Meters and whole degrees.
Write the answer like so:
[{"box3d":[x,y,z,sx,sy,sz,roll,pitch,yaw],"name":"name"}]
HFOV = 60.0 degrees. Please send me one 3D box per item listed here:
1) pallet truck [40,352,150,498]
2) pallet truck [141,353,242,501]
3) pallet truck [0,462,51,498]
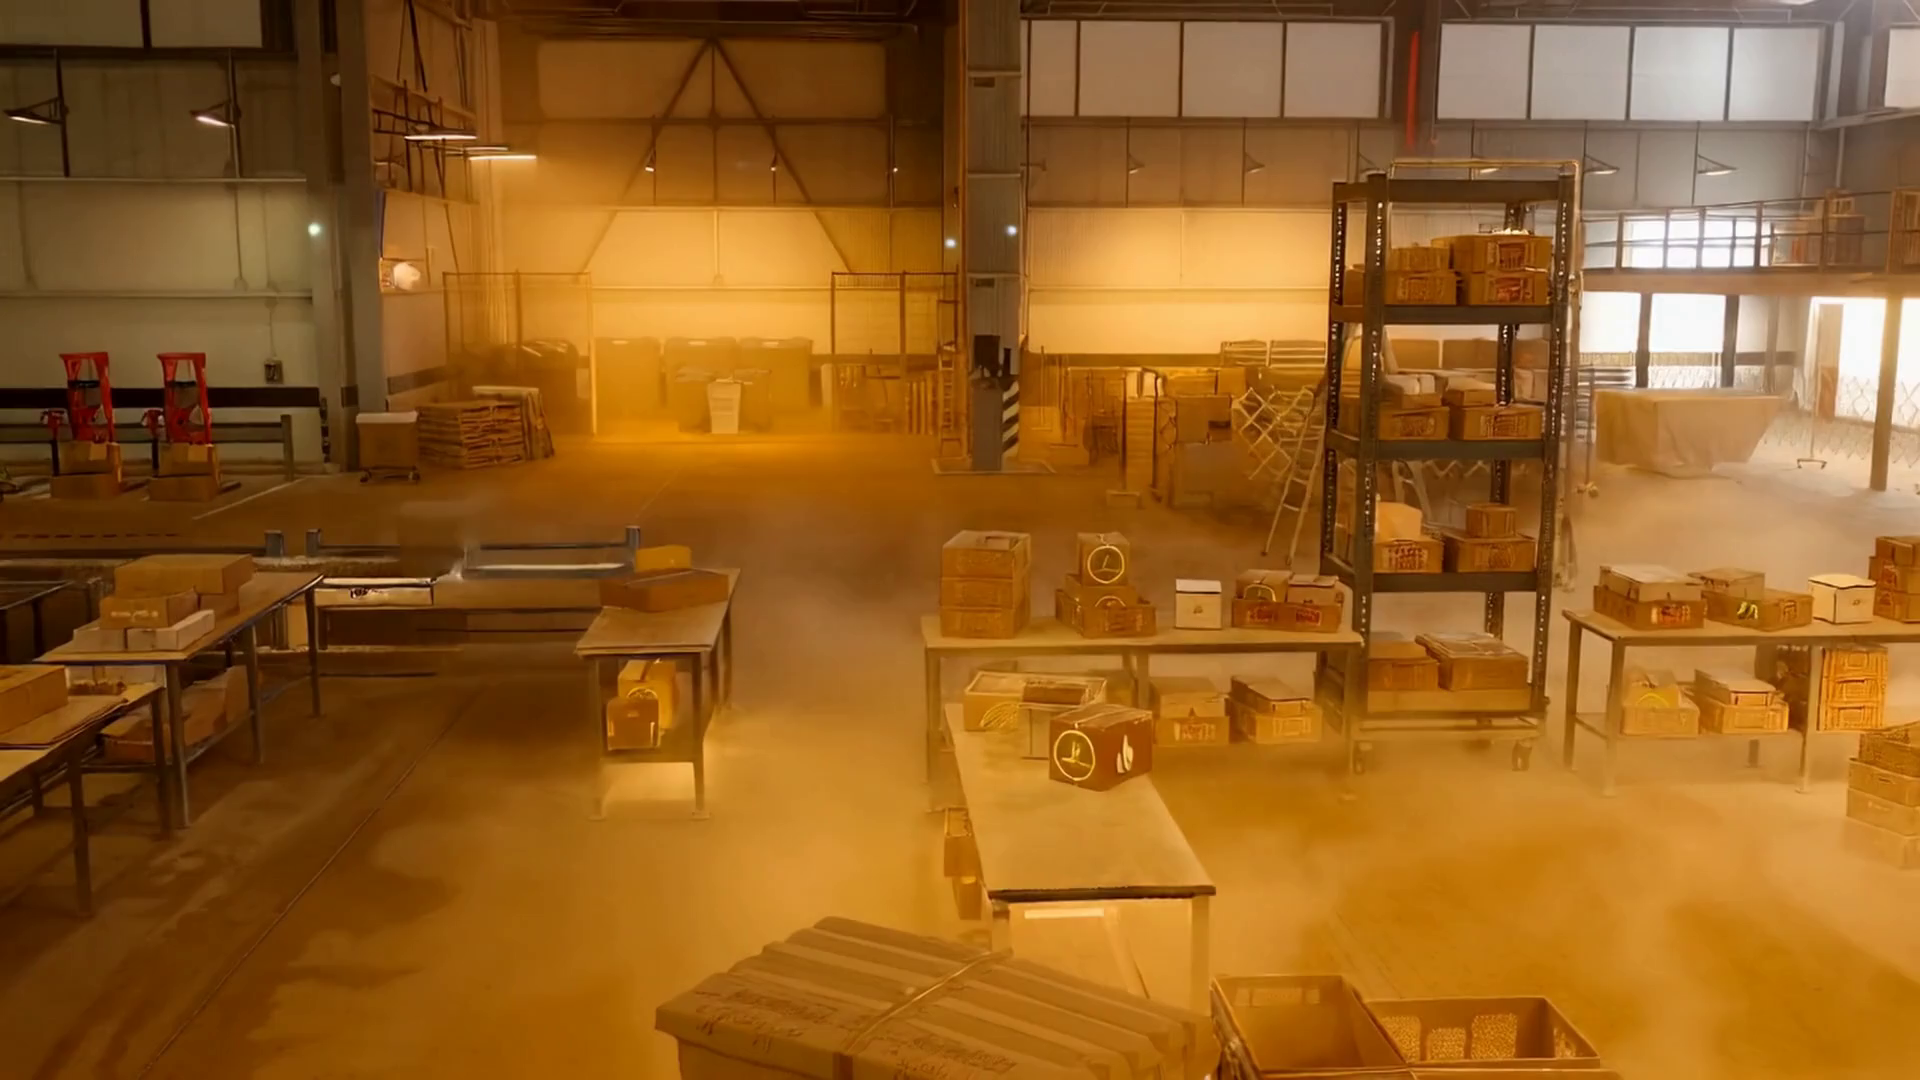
[{"box3d":[-11.907,-1.642,23.165,0.823,1.965,1.885,0,9,0],"name":"pallet truck"},{"box3d":[-10.520,-1.604,22.925,0.823,1.965,1.885,-1,9,-6],"name":"pallet truck"},{"box3d":[-13.193,-1.293,23.148,0.653,1.274,1.630,-1,9,-4],"name":"pallet truck"}]
